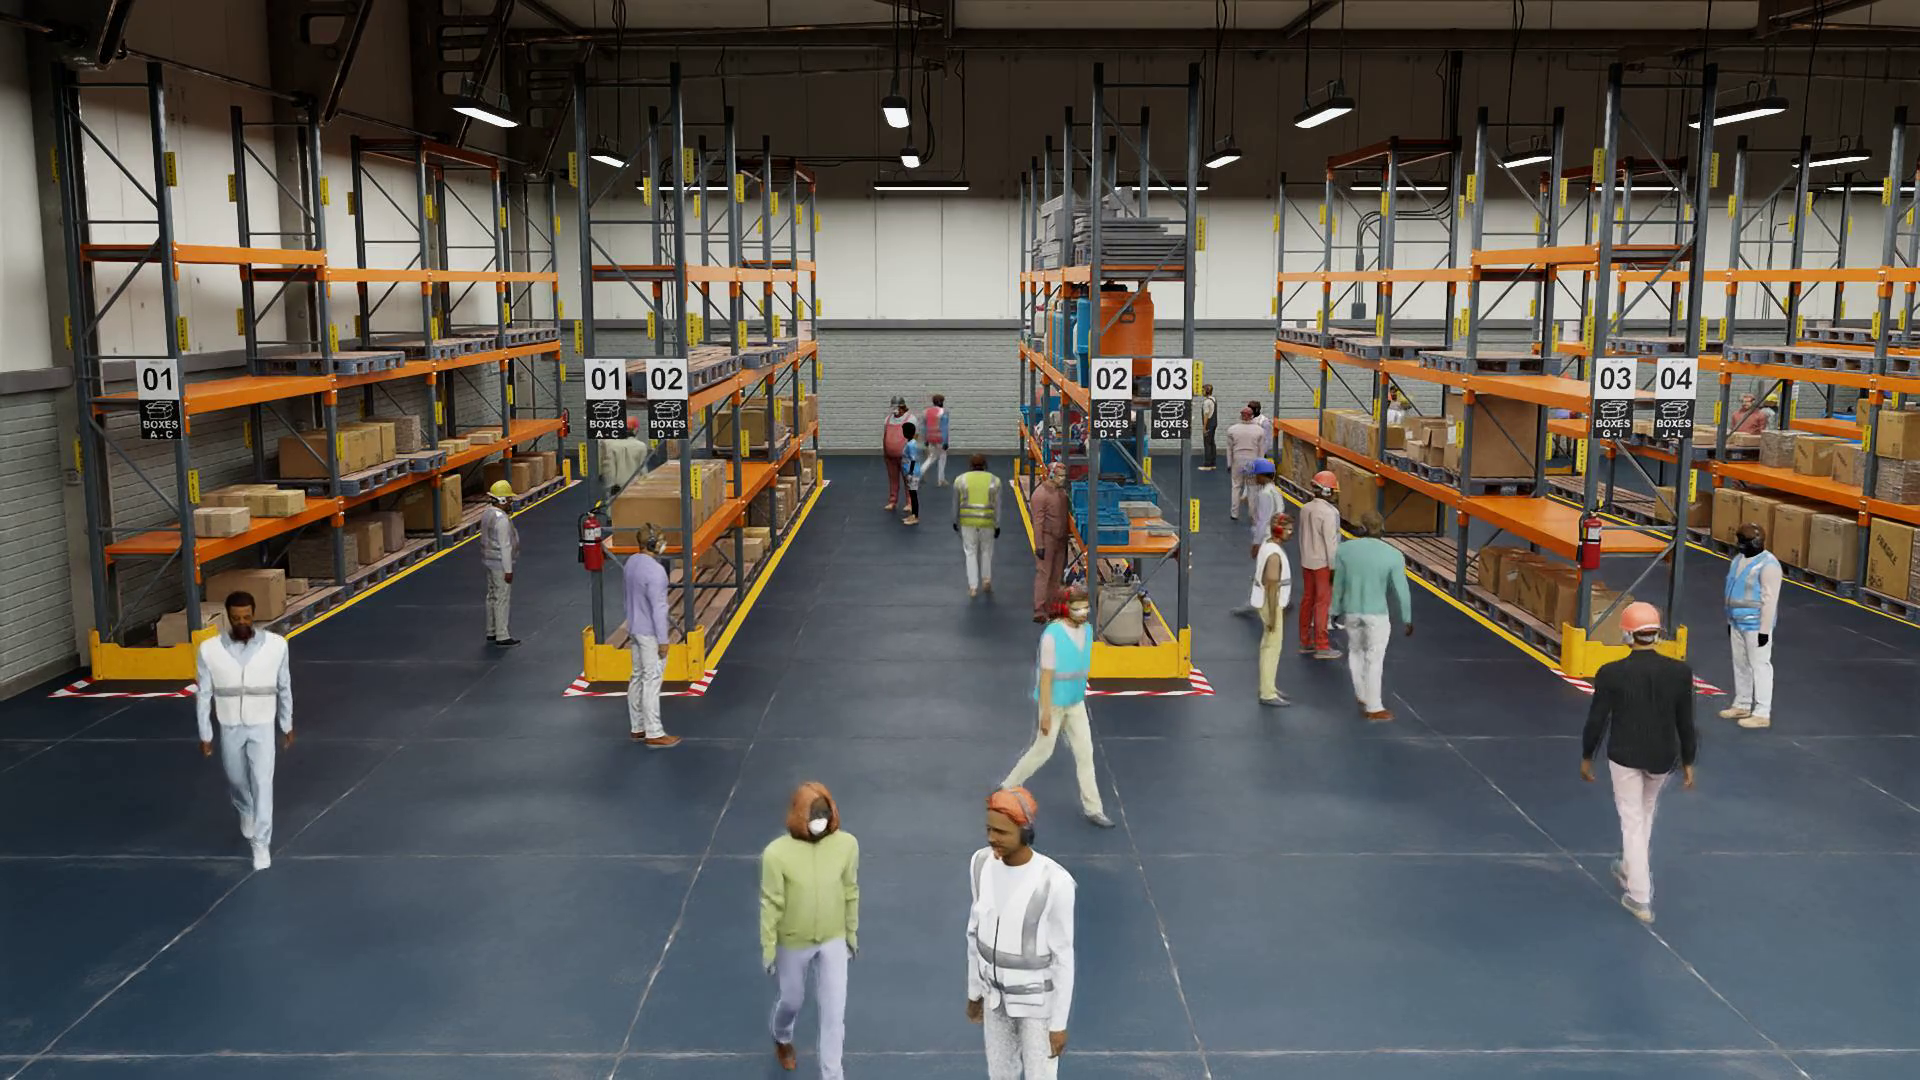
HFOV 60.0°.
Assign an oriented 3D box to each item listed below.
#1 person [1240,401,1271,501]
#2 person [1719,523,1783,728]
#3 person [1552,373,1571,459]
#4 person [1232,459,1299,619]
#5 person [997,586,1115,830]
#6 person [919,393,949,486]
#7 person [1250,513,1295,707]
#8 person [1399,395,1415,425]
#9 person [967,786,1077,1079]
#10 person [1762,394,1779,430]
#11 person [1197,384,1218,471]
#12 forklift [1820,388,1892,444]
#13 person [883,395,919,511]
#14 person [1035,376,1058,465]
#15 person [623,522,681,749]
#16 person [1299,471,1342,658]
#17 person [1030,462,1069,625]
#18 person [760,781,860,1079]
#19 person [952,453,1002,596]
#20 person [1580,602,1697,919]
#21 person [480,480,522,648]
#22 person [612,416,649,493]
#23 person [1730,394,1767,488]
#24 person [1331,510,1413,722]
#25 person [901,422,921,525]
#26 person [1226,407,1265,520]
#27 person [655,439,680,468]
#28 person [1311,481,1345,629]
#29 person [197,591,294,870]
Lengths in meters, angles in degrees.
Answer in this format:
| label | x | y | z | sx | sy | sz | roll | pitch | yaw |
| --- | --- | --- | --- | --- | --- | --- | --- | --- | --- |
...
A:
| label | x | y | z | sx | sy | sz | roll | pitch | yaw |
| --- | --- | --- | --- | --- | --- | --- | --- | --- | --- |
| person | 5.301 | -1.600 | 30.075 | 0.429 | 1.842 | 0.633 | -7 | 11 | -37 |
| person | 7.103 | 0.757 | 14.964 | 0.434 | 1.834 | 0.627 | -1 | 9 | -3 |
| person | 13.593 | -2.794 | 37.446 | 0.552 | 1.936 | 0.359 | 2 | 9 | 11 |
| person | 3.585 | 0.015 | 19.534 | 0.858 | 1.911 | 0.725 | 4 | 10 | 26 |
| person | 0.718 | 1.196 | 12.272 | 0.944 | 1.795 | 0.620 | 8 | 12 | 41 |
| person | -0.488 | -1.935 | 32.323 | 0.623 | 1.827 | 0.631 | 8 | 12 | 41 |
| person | 2.947 | 0.647 | 15.657 | 0.420 | 1.833 | 0.580 | 1 | 9 | 7 |
| person | 8.878 | -2.024 | 33.183 | 0.453 | 1.721 | 0.575 | 5 | 10 | 29 |
| person | 0.246 | 1.957 | 7.083 | 0.578 | 1.879 | 0.348 | 9 | 12 | 44 |
| person | 16.315 | -2.089 | 33.579 | 0.320 | 1.731 | 0.489 | 0 | 9 | -1 |
| person | 5.243 | -2.373 | 35.071 | 0.347 | 1.839 | 0.504 | 5 | 10 | 31 |
| forklift | 20.072 | -3.110 | 36.462 | 1.873 | 2.768 | 1.129 | 0 | 9 | 0 |
| person | -1.070 | -1.516 | 28.896 | 0.682 | 2.000 | 0.535 | 5 | 10 | 28 |
| person | 1.865 | -2.613 | 36.102 | 0.618 | 1.994 | 0.380 | 3 | 9 | 16 |
| person | -2.669 | 0.810 | 14.261 | 0.372 | 1.939 | 0.629 | -6 | 11 | -35 |
| person | 3.826 | 0.257 | 17.656 | 0.385 | 1.990 | 0.608 | -3 | 9 | -21 |
| person | 1.086 | 0.030 | 19.432 | 0.400 | 1.898 | 0.650 | 6 | 11 | 35 |
| person | -0.739 | 1.934 | 8.113 | 0.504 | 1.605 | 0.764 | -3 | 9 | -20 |
| person | 0.214 | -0.221 | 21.318 | 0.631 | 1.807 | 0.861 | 0 | 9 | -3 |
| person | 4.291 | 1.357 | 10.661 | 0.650 | 1.956 | 0.904 | 0 | 9 | -1 |
| person | -5.023 | 0.258 | 18.201 | 0.404 | 1.823 | 0.591 | -6 | 11 | -34 |
| person | -4.941 | -0.858 | 24.877 | 0.628 | 1.979 | 0.612 | 3 | 9 | 17 |
| person | 14.639 | -1.774 | 30.986 | 0.403 | 1.906 | 0.651 | -7 | 12 | -40 |
| person | 3.780 | 0.680 | 15.170 | 0.722 | 1.910 | 0.614 | 6 | 11 | 34 |
| person | -0.807 | -1.087 | 27.255 | 0.319 | 1.692 | 0.533 | -1 | 9 | -3 |
| person | 4.763 | -1.270 | 27.784 | 0.635 | 1.899 | 0.401 | 2 | 9 | 10 |
| person | -4.624 | -1.110 | 26.834 | 0.329 | 1.894 | 0.667 | 8 | 12 | 40 |
| person | 4.217 | 0.154 | 19.115 | 0.302 | 1.742 | 0.486 | -4 | 10 | -27 |
| person | -4.954 | 1.258 | 11.546 | 0.602 | 1.897 | 0.876 | -3 | 9 | -20 |
